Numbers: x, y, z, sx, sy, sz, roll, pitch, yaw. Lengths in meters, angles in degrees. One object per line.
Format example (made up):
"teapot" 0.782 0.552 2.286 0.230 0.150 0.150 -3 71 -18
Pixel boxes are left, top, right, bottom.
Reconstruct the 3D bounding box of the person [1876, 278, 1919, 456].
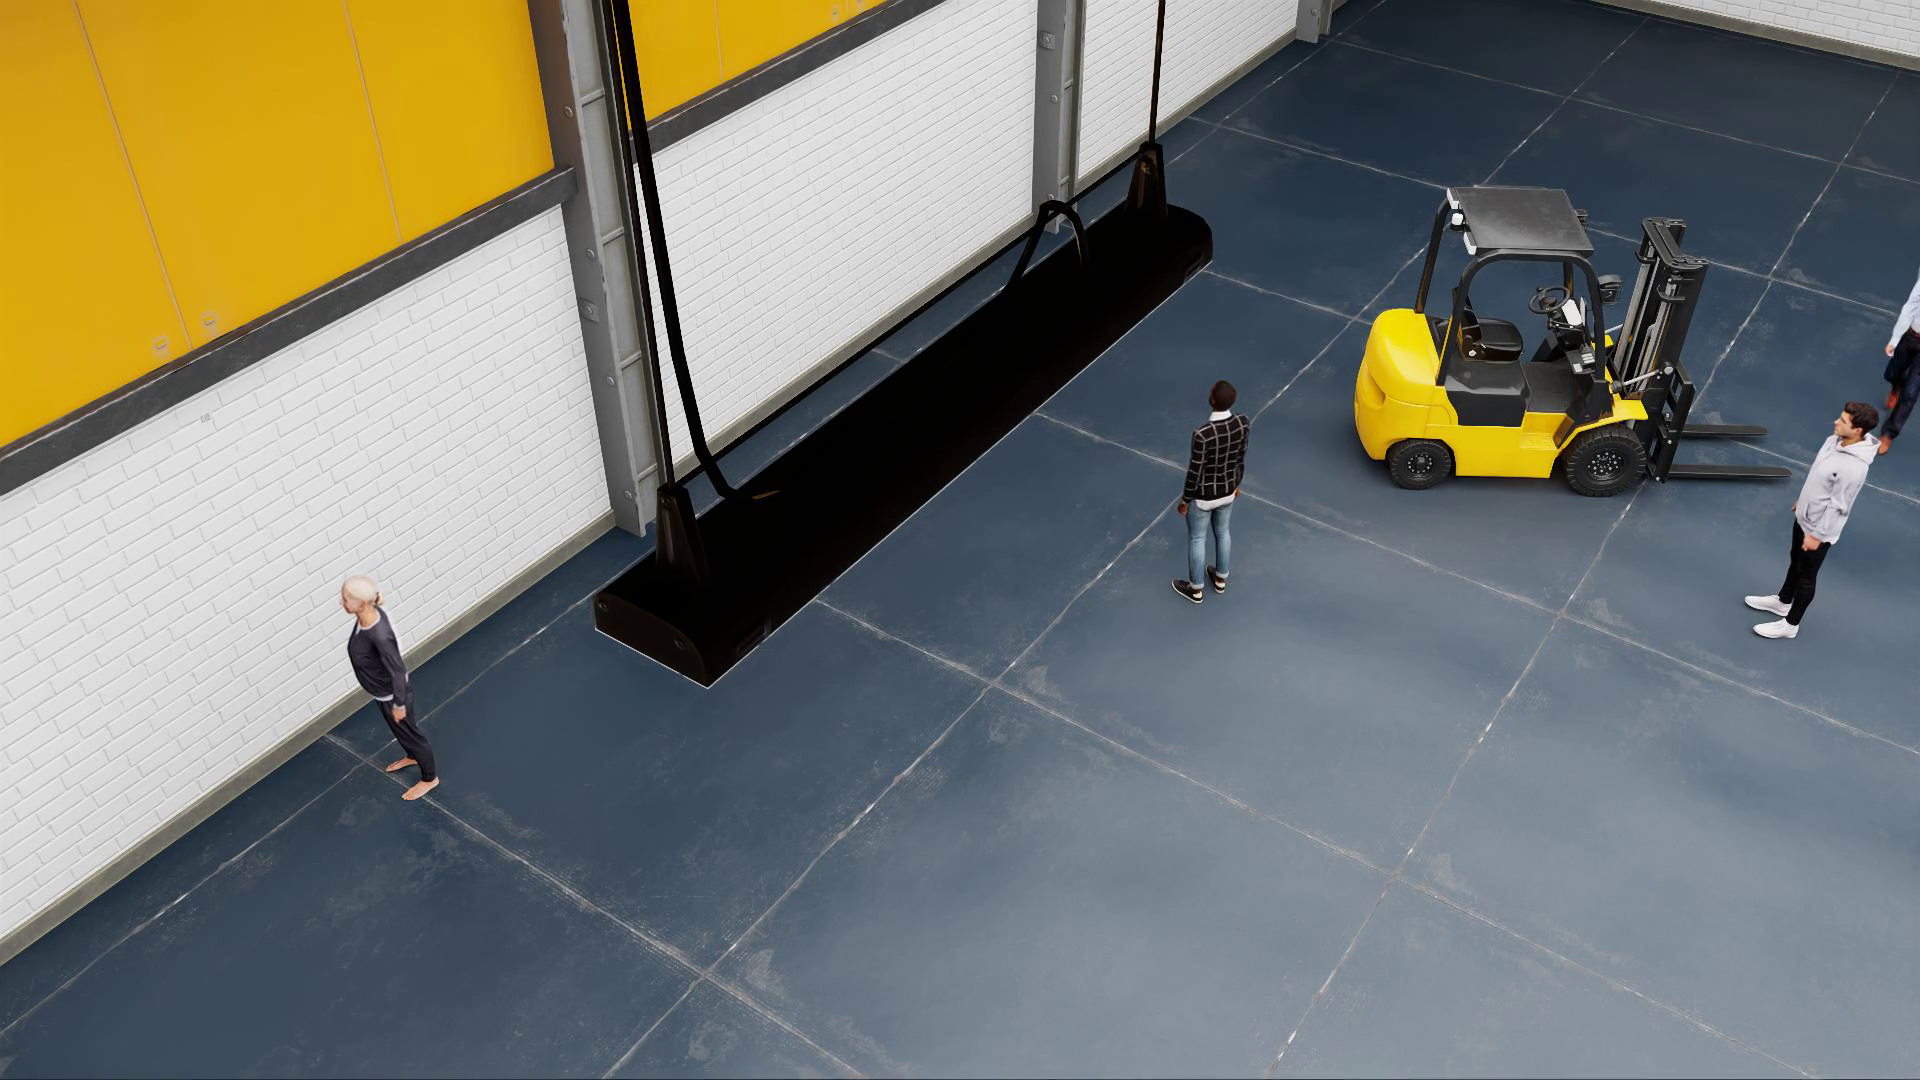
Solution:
"person" 7.803 -1.607 13.486 0.691 1.771 1.134 27 46 29

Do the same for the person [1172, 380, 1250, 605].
"person" 1.802 -0.344 11.865 0.657 1.820 0.810 -19 42 -22

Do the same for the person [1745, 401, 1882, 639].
"person" 5.970 -0.150 11.532 0.829 1.931 0.701 6 39 7

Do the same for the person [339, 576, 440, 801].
"person" -3.569 0.894 10.389 0.645 1.726 0.679 -23 44 -26
